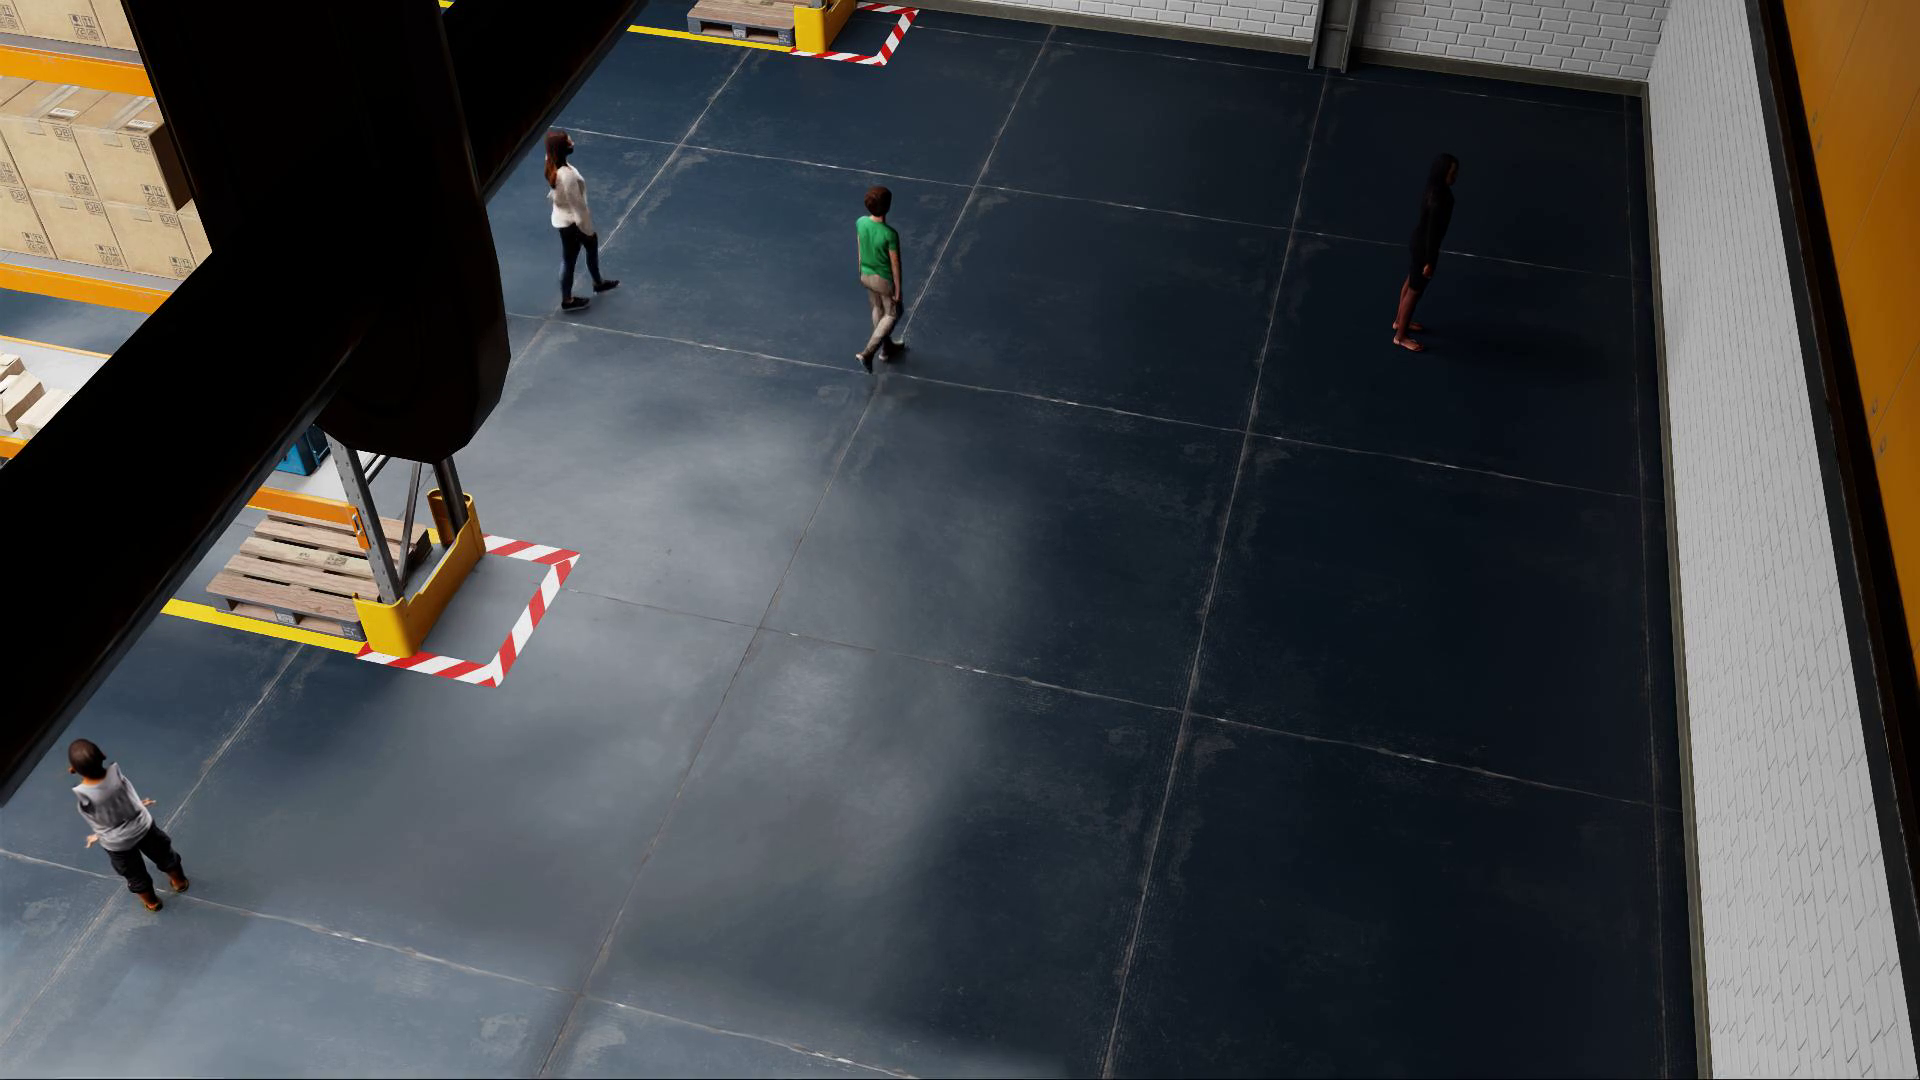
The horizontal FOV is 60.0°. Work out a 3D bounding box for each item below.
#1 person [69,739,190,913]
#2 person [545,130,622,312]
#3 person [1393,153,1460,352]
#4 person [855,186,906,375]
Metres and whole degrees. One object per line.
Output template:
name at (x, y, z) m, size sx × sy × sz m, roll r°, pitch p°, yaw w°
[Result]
person at (-4.809, 1.604, 9.536) m, size 0.631 × 1.456 × 0.648 m, roll 30°, pitch 51°, yaw 28°
person at (-3.316, -2.618, 13.811) m, size 0.957 × 1.673 × 0.891 m, roll -18°, pitch 47°, yaw -18°
person at (3.782, -2.355, 13.499) m, size 0.495 × 1.721 × 0.608 m, roll 11°, pitch 45°, yaw 11°
person at (-0.674, -2.039, 13.230) m, size 0.925 × 1.635 × 0.836 m, roll 26°, pitch 49°, yaw 25°
